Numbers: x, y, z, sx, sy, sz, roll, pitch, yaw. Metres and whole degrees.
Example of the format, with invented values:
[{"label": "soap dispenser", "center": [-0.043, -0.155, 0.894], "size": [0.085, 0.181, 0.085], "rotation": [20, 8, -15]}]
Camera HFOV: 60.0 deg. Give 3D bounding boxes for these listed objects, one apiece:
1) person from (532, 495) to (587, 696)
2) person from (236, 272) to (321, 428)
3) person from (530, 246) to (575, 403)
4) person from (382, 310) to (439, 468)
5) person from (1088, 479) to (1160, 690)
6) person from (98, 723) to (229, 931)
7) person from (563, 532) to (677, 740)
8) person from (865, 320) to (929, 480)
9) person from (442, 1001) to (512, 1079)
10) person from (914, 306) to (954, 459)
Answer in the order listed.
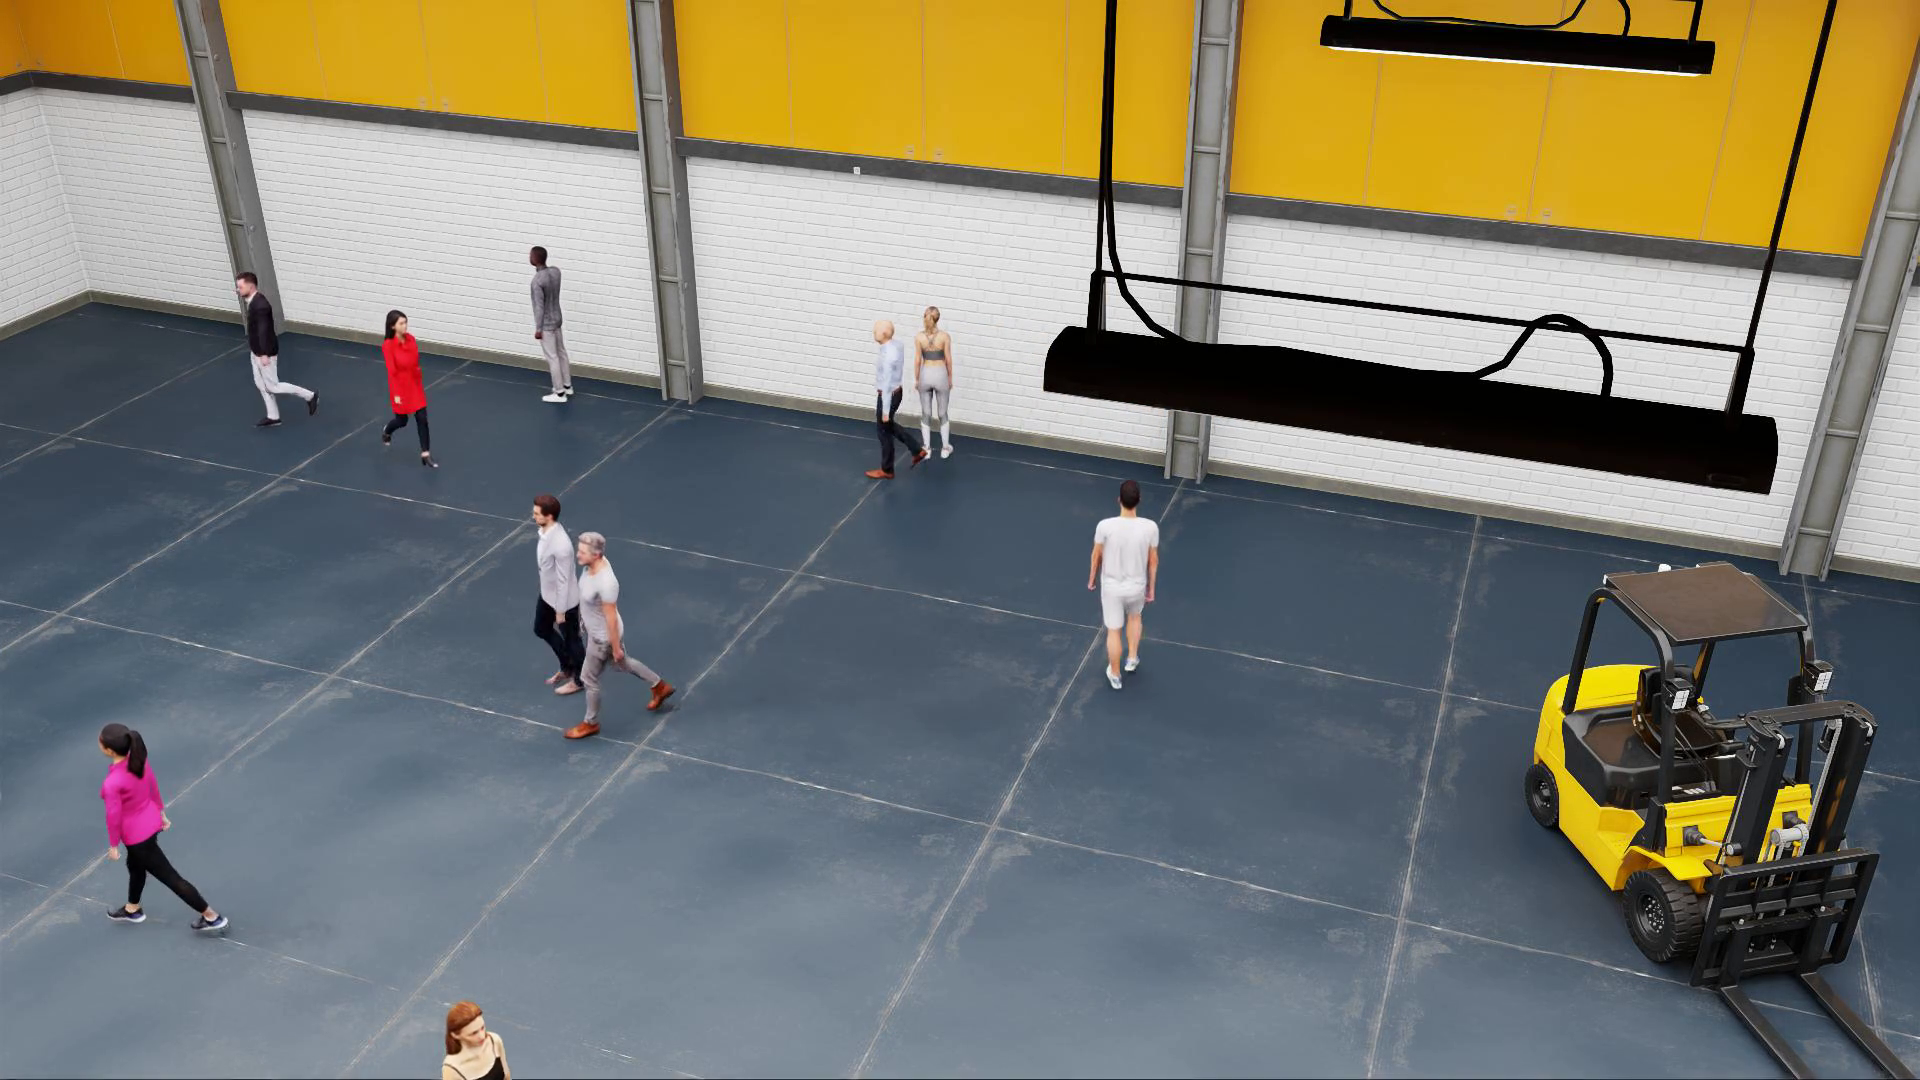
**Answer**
[{"label": "person", "center": [-3.209, 0.431, 13.691], "size": [0.866, 1.843, 0.791], "rotation": [-15, 32, -25]}, {"label": "person", "center": [-7.559, -2.087, 18.337], "size": [1.074, 1.815, 1.037], "rotation": [-13, 31, -23]}, {"label": "person", "center": [-4.690, -2.478, 19.032], "size": [0.560, 1.836, 0.706], "rotation": [8, 30, 14]}, {"label": "person", "center": [-5.892, -1.587, 17.511], "size": [1.050, 1.728, 0.761], "rotation": [17, 33, 29]}, {"label": "person", "center": [1.357, 0.417, 13.723], "size": [0.790, 1.838, 0.892], "rotation": [-3, 29, -5]}, {"label": "person", "center": [-5.352, 1.971, 11.067], "size": [1.173, 1.653, 0.797], "rotation": [2, 29, 4]}, {"label": "person", "center": [-2.737, 0.717, 13.216], "size": [1.283, 1.797, 1.168], "rotation": [-10, 30, -17]}, {"label": "person", "center": [-0.643, -1.429, 17.170], "size": [0.941, 1.777, 0.740], "rotation": [5, 29, 9]}, {"label": "person", "center": [-2.640, 3.121, 9.002], "size": [0.862, 1.611, 0.695], "rotation": [19, 34, 31]}, {"label": "person", "center": [-0.281, -1.680, 17.708], "size": [0.553, 1.703, 0.674], "rotation": [2, 29, 4]}]
